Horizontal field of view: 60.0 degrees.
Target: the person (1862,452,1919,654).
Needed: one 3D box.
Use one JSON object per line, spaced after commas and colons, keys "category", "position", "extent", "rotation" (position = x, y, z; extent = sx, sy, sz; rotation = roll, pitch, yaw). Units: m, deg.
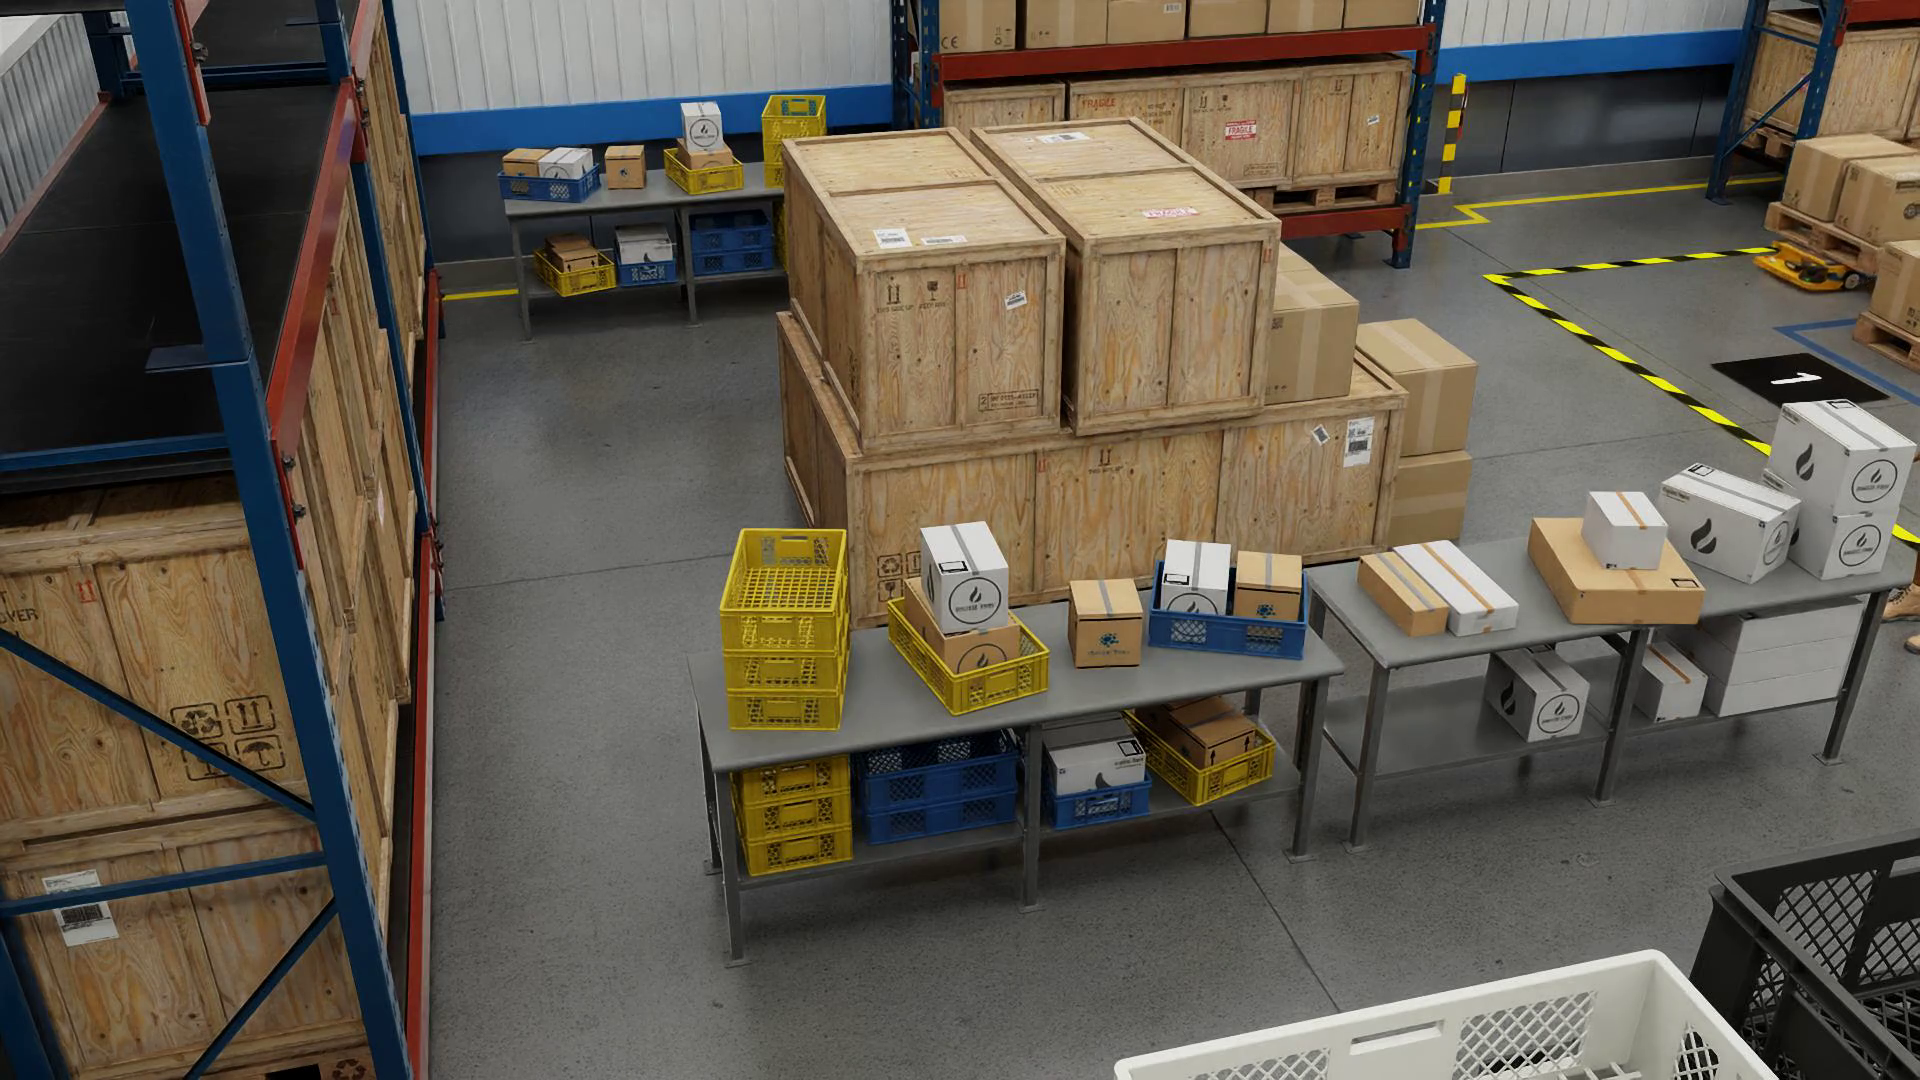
{"category": "person", "position": [4.862, -0.397, 8.003], "extent": [0.388, 2.039, 0.614], "rotation": [-5, 29, -10]}
